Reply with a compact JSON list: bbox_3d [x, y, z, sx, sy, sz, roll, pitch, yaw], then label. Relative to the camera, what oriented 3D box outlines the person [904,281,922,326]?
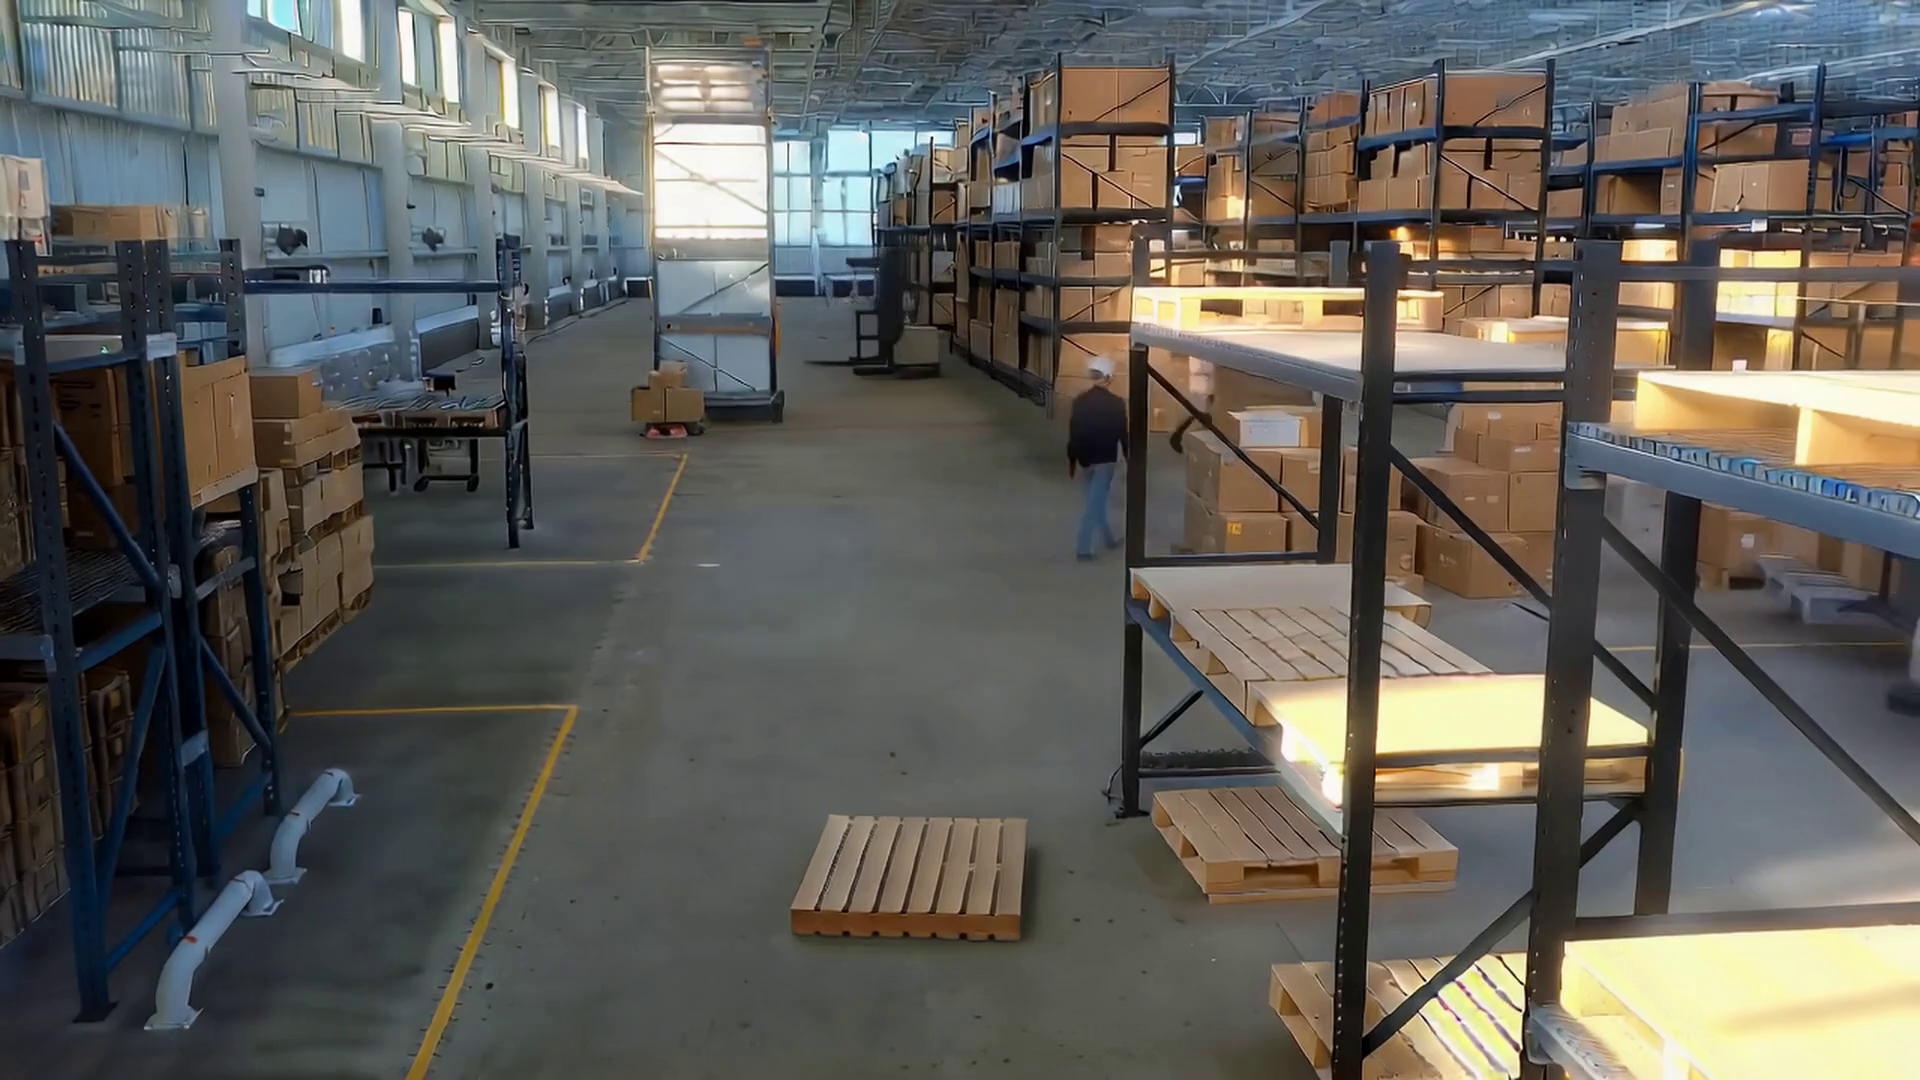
[{"bbox_3d":[-1.432,-6.765,49.364,0.599,1.815,0.574,-7,12,-33],"label":"person"}]

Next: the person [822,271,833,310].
[{"bbox_3d":[-5.808,-10.977,73.011,0.491,1.707,0.853,1,10,4],"label":"person"}]

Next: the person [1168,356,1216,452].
[{"bbox_3d":[3.351,-2.140,23.471,0.751,1.917,0.553,-6,12,-32],"label":"person"}]

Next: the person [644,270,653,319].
[{"bbox_3d":[-12.010,-9.527,64.467,0.400,1.896,0.649,8,13,39],"label":"person"}]

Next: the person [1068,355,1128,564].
[{"bbox_3d":[1.410,-0.776,15.806,0.642,1.942,0.999,9,14,41],"label":"person"}]

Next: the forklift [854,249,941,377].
[{"bbox_3d":[-1.409,-5.044,36.882,1.873,2.768,1.129,-1,10,-6],"label":"forklift"}]

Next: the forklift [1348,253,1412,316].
[{"bbox_3d":[6.602,-3.145,26.360,1.129,2.768,1.873,-1,10,-6],"label":"forklift"}]

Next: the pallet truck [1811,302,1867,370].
[{"bbox_3d":[15.846,-3.142,28.793,1.885,1.965,0.823,2,10,12],"label":"pallet truck"}]

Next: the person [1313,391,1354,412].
[{"bbox_3d":[3.768,-0.990,17.083,0.797,1.919,0.631,-4,11,-23],"label":"person"}]

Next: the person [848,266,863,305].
[{"bbox_3d":[-4.885,-12.026,78.264,0.858,1.902,0.564,-1,10,-4],"label":"person"}]

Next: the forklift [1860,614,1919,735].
[{"bbox_3d":[6.394,-0.184,9.951,1.129,2.768,1.873,2,11,13],"label":"forklift"}]
